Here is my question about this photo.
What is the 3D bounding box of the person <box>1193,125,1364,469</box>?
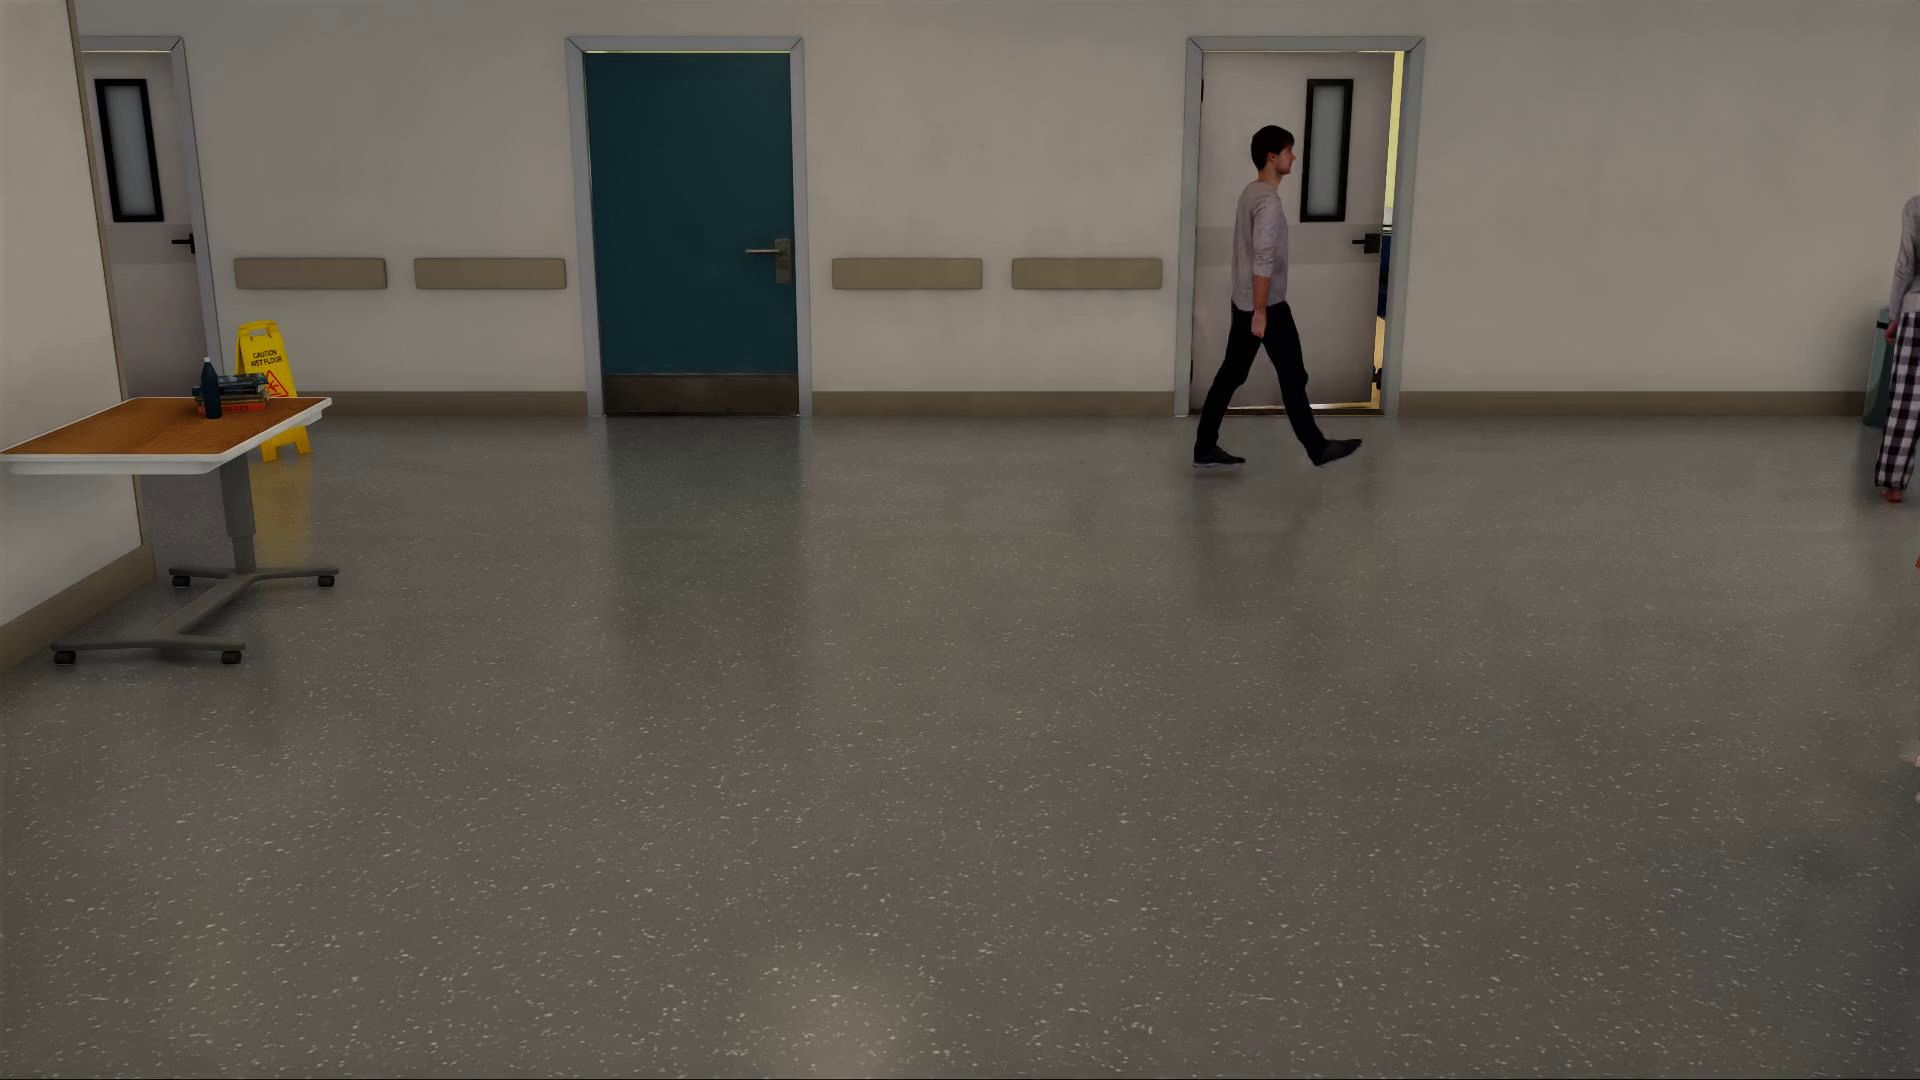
[{"bbox_3d":[1.486,-1.219,8.756,1.098,1.800,0.703,-1,16,-3],"label":"person"}]

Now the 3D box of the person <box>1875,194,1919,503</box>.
[{"bbox_3d":[4.850,-1.089,8.210,0.687,1.847,0.772,12,20,37],"label":"person"}]
